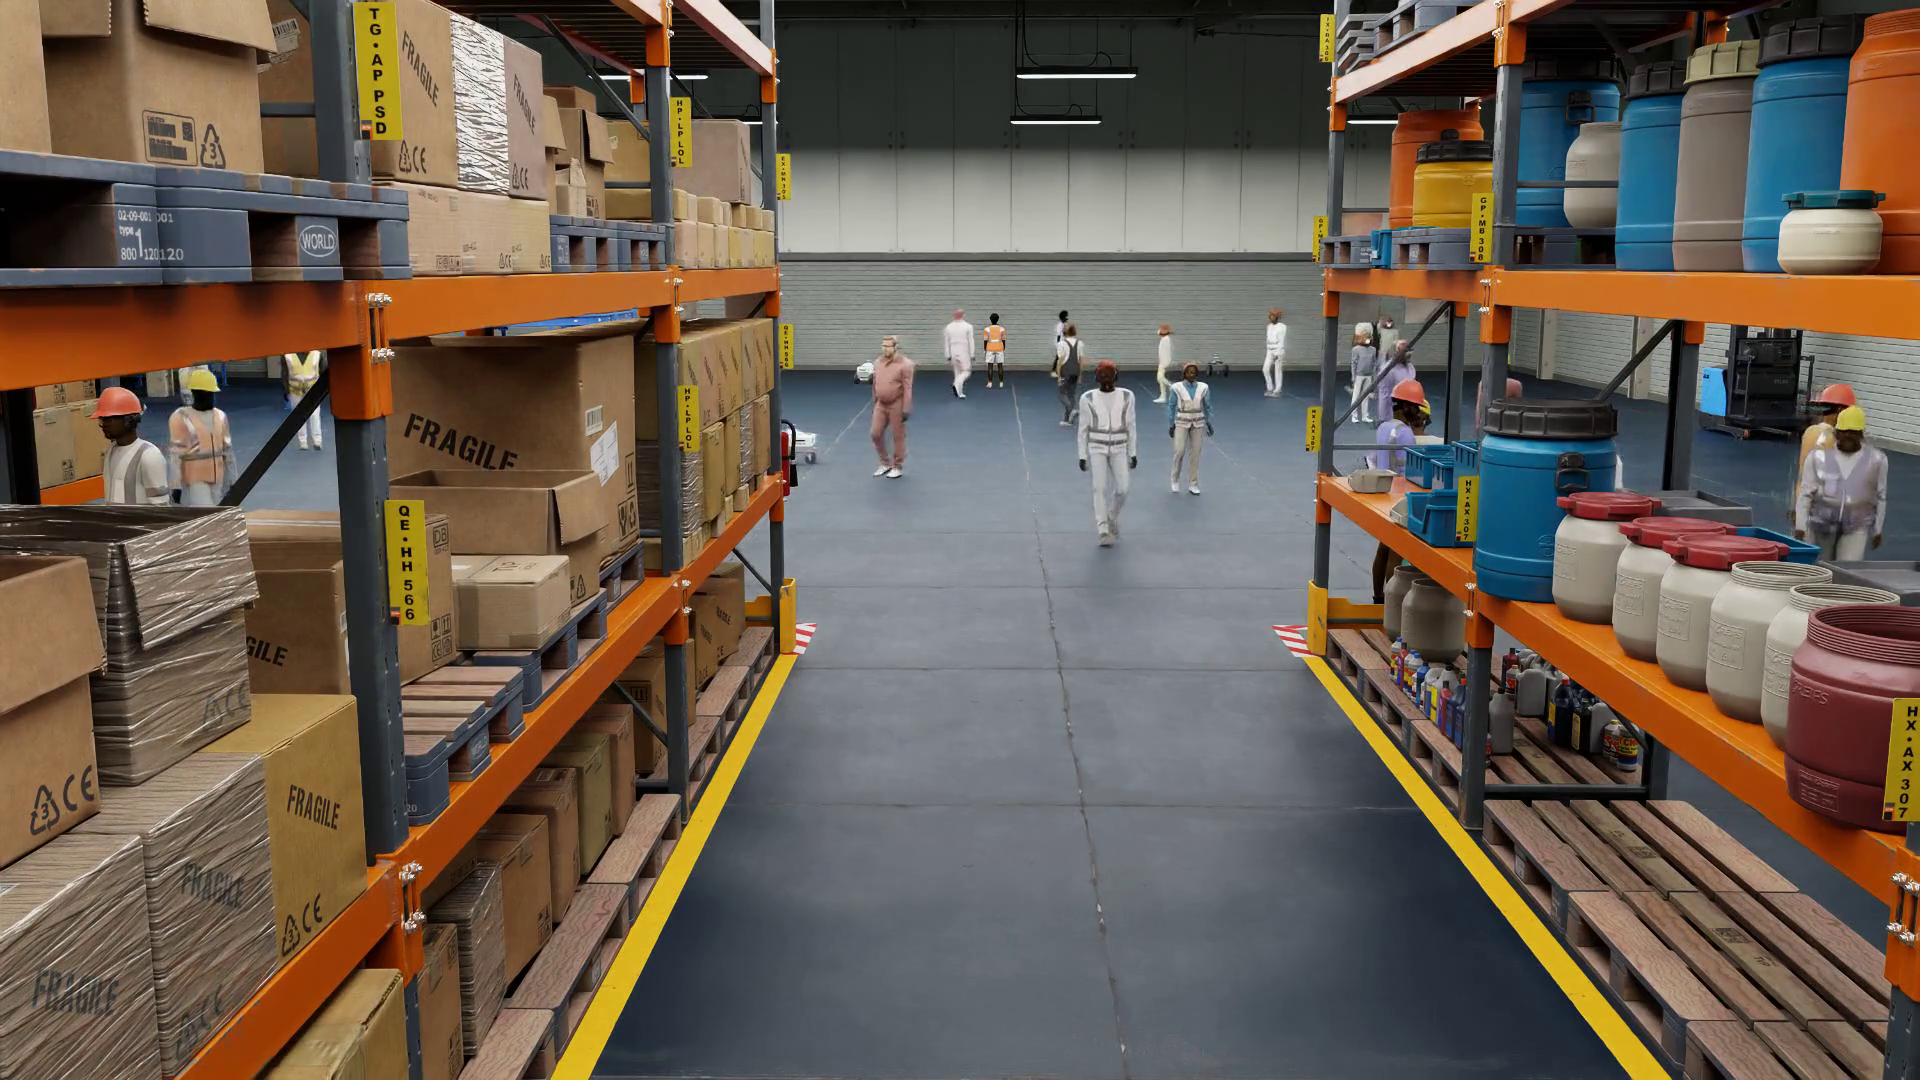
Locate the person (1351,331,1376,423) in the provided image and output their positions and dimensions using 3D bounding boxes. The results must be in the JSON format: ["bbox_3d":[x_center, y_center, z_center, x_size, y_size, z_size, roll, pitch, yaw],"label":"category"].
[{"bbox_3d":[7.226,-2.920,29.750,0.499,1.634,0.279,-3,10,-19],"label":"person"}]

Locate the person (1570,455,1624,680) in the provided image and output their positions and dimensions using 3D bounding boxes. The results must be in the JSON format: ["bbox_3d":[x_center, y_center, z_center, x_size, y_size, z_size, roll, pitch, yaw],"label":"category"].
[{"bbox_3d":[4.284,-0.028,11.661,0.565,1.887,0.964,0,9,0],"label":"person"}]

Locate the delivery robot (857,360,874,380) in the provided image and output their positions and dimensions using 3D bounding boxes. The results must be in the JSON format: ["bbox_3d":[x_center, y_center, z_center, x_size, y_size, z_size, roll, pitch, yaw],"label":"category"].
[{"bbox_3d":[-2.185,-4.019,39.410,0.477,0.478,0.707,3,10,16],"label":"delivery robot"}]

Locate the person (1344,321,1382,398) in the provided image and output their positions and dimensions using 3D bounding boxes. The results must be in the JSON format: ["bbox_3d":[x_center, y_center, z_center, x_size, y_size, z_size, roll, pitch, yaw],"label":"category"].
[{"bbox_3d":[8.524,-4.050,35.430,0.702,2.000,0.957,-9,13,-42],"label":"person"}]

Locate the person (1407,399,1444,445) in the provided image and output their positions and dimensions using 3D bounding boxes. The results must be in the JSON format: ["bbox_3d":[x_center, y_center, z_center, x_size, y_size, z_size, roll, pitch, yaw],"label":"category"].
[{"bbox_3d":[3.720,-0.283,13.587,0.522,1.761,0.327,1,10,6],"label":"person"}]

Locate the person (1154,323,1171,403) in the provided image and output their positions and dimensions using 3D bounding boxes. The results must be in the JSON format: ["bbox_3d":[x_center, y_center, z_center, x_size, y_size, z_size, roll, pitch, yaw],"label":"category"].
[{"bbox_3d":[4.166,-3.610,33.926,0.398,1.616,0.517,0,9,-3],"label":"person"}]

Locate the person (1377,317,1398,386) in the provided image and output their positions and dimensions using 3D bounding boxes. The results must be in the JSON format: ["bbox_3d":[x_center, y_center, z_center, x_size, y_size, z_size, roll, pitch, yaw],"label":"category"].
[{"bbox_3d":[9.767,-4.282,37.961,0.504,1.622,0.338,-1,10,-7],"label":"person"}]

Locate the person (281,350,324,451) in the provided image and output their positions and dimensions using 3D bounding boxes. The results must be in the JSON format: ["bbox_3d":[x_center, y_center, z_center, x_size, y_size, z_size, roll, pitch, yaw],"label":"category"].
[{"bbox_3d":[-9.941,-2.245,25.201,0.618,1.796,0.963,-3,10,-20],"label":"person"}]

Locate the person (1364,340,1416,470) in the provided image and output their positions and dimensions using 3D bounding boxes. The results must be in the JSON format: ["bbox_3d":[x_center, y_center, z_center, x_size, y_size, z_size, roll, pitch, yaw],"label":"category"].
[{"bbox_3d":[5.541,-1.633,21.305,0.779,1.882,0.658,9,13,43],"label":"person"}]

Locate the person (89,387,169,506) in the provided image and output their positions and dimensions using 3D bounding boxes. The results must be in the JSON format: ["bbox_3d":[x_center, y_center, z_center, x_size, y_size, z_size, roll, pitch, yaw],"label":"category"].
[{"bbox_3d":[-5.455,0.015,10.948,0.616,2.041,0.383,7,12,34],"label":"person"}]

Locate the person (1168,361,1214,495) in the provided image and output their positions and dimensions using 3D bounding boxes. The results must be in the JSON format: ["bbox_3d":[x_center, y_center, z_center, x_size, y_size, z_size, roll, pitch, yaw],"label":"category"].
[{"bbox_3d":[2.848,-1.387,20.575,0.539,1.635,0.370,-2,10,-9],"label":"person"}]

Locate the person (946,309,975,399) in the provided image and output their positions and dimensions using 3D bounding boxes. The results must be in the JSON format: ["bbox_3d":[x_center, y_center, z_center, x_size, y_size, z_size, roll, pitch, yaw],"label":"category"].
[{"bbox_3d":[-0.018,-3.897,34.845,0.651,1.888,0.612,6,11,32],"label":"person"}]

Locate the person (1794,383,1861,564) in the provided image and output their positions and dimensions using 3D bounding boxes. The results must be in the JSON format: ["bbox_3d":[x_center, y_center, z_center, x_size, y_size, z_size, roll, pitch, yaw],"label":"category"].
[{"bbox_3d":[6.869,-0.263,13.001,0.825,1.904,0.570,1,10,9],"label":"person"}]

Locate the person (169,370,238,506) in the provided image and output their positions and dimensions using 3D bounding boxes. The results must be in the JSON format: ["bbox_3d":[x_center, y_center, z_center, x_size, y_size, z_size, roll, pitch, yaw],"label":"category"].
[{"bbox_3d":[-6.617,-0.540,14.650,0.463,1.910,0.623,3,10,20],"label":"person"}]

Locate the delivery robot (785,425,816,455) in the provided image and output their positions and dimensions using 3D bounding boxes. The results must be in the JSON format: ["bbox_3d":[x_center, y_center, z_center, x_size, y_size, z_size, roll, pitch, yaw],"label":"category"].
[{"bbox_3d":[-2.419,-1.407,23.764,0.707,0.478,0.477,0,10,-1],"label":"delivery robot"}]

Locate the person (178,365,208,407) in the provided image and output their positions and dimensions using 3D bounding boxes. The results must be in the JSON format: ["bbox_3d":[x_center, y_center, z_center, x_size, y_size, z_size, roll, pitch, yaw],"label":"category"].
[{"bbox_3d":[-10.405,-1.885,22.610,0.607,1.947,0.406,9,13,43],"label":"person"}]

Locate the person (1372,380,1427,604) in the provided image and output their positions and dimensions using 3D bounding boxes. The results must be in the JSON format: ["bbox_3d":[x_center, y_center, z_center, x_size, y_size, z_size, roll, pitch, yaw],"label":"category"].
[{"bbox_3d":[3.487,-0.302,13.191,0.377,1.928,0.542,-1,10,-9],"label":"person"}]

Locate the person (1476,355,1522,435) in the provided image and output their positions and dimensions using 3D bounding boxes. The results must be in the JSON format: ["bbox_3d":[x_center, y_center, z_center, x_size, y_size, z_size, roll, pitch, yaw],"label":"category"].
[{"bbox_3d":[6.658,-1.441,20.542,0.540,1.742,0.581,3,10,18],"label":"person"}]

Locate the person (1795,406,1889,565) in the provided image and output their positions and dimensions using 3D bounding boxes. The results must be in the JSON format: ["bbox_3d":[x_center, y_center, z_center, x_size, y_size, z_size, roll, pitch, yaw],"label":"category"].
[{"bbox_3d":[6.698,-0.133,12.656,0.588,1.773,1.006,6,11,31],"label":"person"}]

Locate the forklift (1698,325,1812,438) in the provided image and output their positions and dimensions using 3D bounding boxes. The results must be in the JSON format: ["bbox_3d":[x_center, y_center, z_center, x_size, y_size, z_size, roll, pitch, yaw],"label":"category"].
[{"bbox_3d":[13.248,-3.165,27.620,1.129,2.768,1.873,0,9,1],"label":"forklift"}]

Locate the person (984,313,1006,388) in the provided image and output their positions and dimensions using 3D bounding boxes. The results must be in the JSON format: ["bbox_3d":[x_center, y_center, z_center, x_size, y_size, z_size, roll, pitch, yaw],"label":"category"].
[{"bbox_3d":[0.790,-4.311,37.891,0.531,1.698,0.320,-1,10,-8],"label":"person"}]

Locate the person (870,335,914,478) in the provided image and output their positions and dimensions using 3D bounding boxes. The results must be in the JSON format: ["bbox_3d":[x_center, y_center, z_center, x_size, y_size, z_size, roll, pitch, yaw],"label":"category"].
[{"bbox_3d":[-0.942,-1.755,21.999,0.673,1.887,0.557,6,11,31],"label":"person"}]

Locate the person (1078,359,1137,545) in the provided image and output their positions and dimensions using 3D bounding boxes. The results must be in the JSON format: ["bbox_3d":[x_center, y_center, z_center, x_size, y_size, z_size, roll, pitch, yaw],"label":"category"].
[{"bbox_3d":[1.489,-0.882,16.818,0.617,1.876,0.406,-1,9,-3],"label":"person"}]

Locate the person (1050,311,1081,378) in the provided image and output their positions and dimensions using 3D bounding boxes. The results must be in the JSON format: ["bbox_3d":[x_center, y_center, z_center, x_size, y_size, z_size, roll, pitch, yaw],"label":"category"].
[{"bbox_3d":[2.589,-4.832,41.136,0.804,1.652,0.547,2,10,13],"label":"person"}]

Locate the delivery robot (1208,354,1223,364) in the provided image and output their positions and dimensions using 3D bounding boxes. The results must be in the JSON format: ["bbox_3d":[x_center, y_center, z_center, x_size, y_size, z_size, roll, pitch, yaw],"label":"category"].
[{"bbox_3d":[6.456,-4.559,41.865,0.335,0.223,0.698,4,10,20],"label":"delivery robot"}]

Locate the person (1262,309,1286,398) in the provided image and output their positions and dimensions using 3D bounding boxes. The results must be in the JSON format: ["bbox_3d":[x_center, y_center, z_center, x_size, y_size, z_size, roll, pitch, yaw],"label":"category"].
[{"bbox_3d":[6.661,-3.955,35.278,0.513,1.866,0.573,-6,11,-34],"label":"person"}]

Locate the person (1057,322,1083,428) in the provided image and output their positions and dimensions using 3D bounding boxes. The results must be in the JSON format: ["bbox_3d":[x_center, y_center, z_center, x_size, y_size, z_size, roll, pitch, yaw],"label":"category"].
[{"bbox_3d":[1.917,-2.854,28.775,0.514,1.830,0.554,-5,11,-26],"label":"person"}]
